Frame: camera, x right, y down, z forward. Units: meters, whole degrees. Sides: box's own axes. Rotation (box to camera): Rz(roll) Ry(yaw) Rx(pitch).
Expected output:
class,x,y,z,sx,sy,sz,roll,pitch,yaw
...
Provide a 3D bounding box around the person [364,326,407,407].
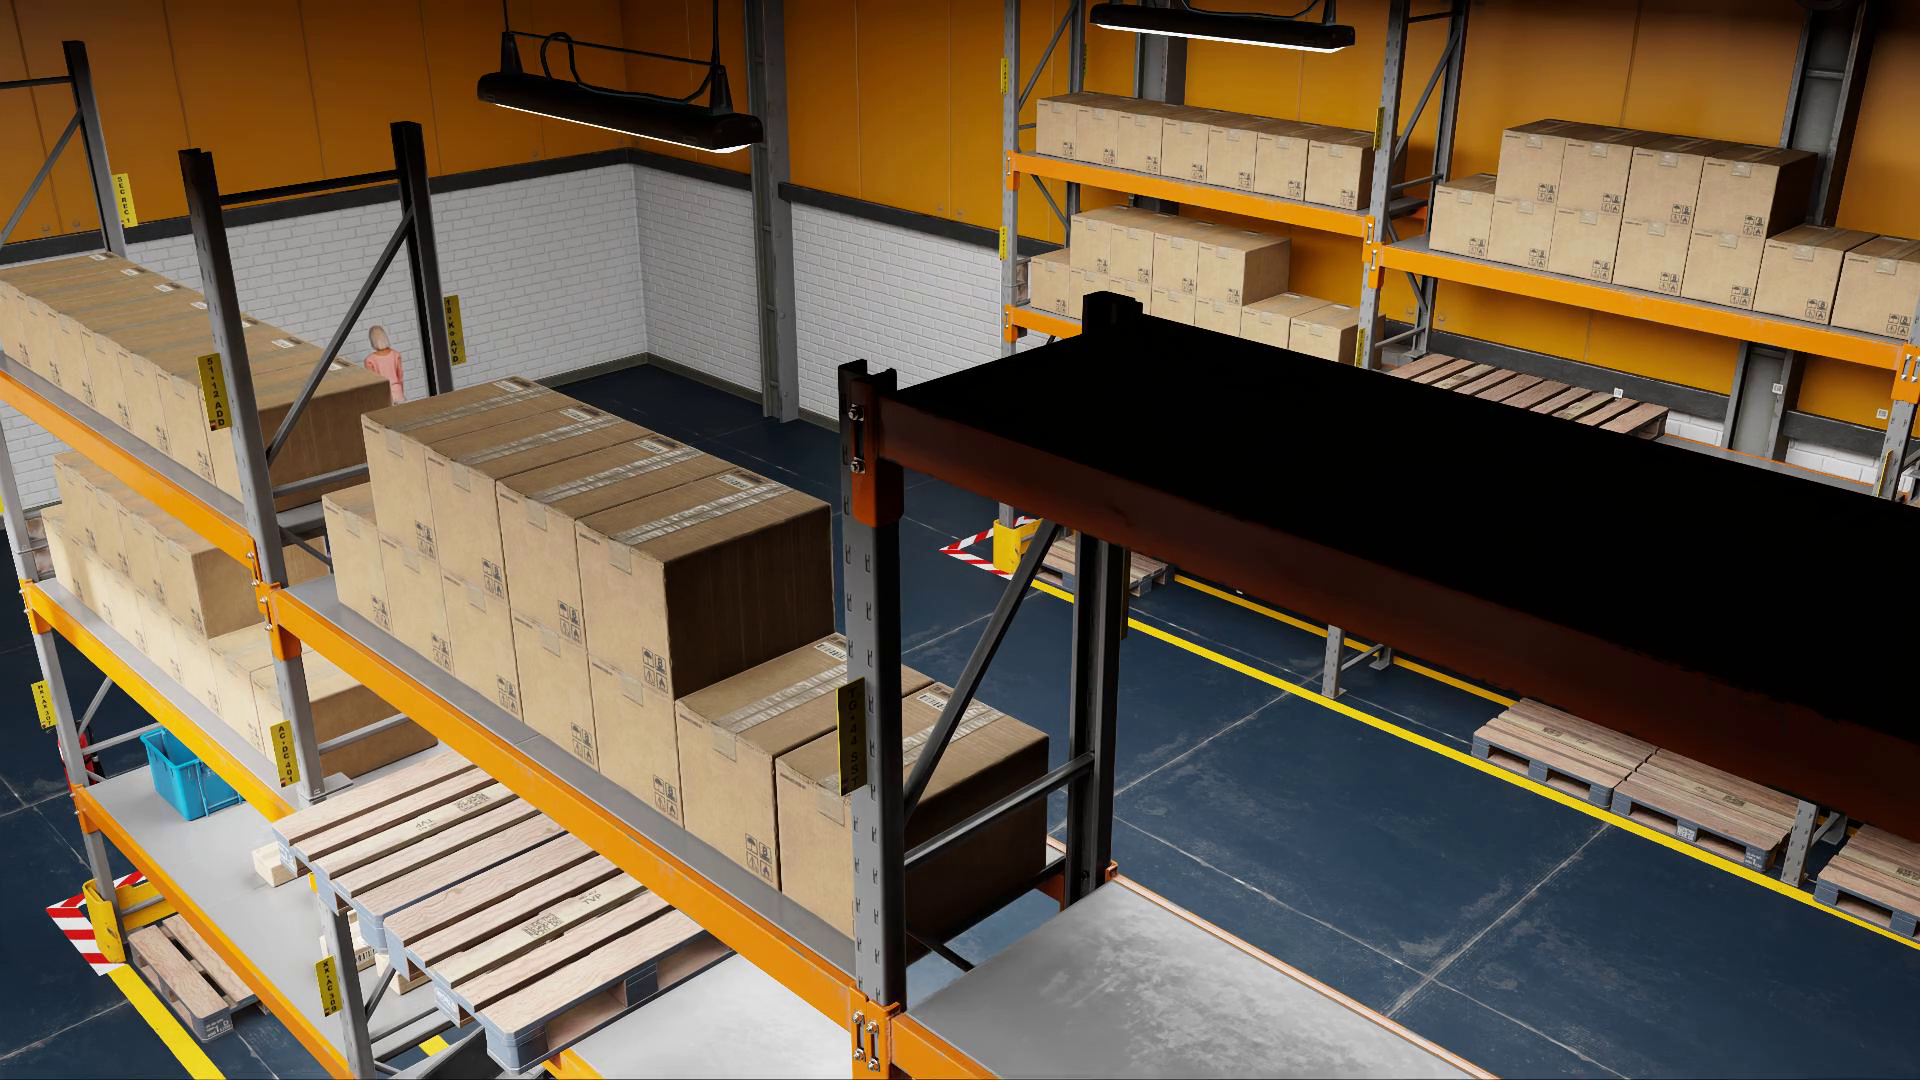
class,x,y,z,sx,sy,sz,roll,pitch,yaw
person,-6.815,-1.716,19.825,0.612,1.724,0.532,-19,30,-37
